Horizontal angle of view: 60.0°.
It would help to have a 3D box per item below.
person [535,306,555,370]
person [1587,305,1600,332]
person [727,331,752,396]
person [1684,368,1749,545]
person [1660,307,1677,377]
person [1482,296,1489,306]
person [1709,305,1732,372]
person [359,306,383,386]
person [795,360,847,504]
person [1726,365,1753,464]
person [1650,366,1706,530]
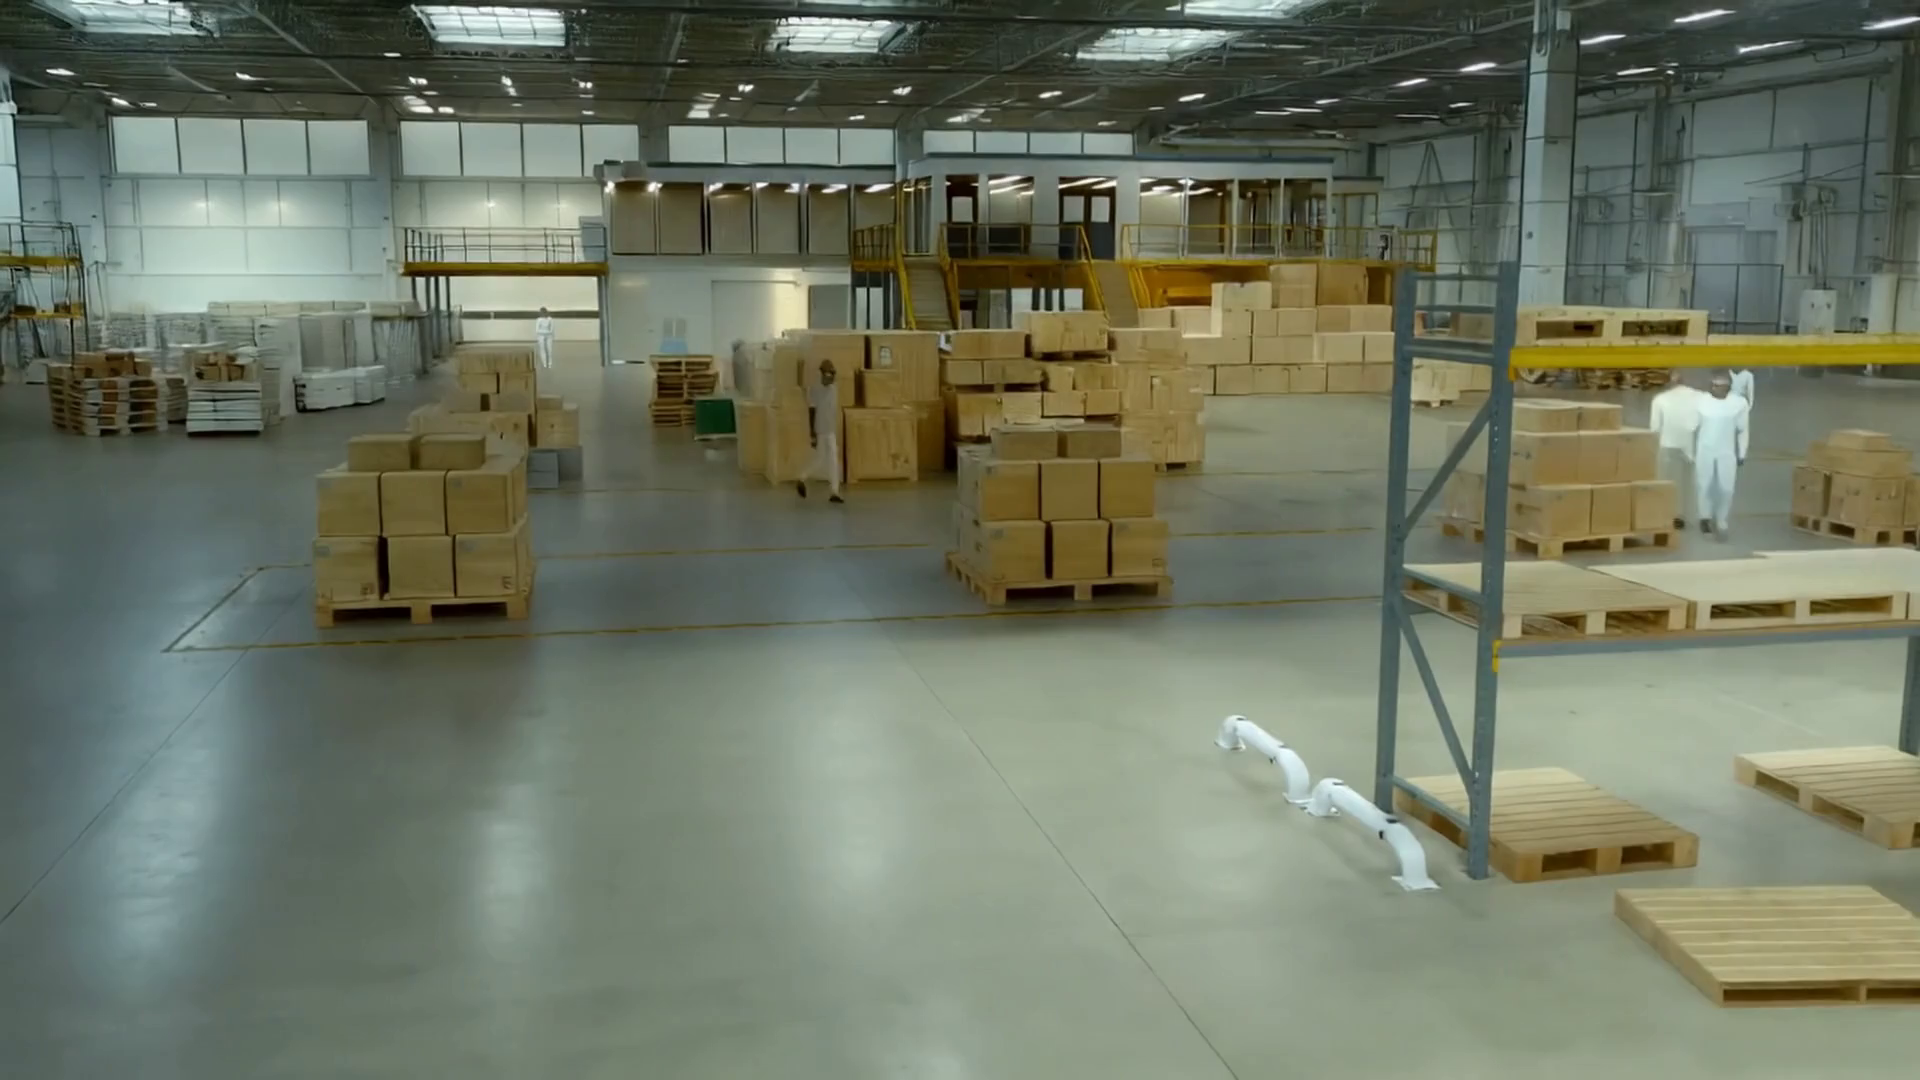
[{"bbox_3d":[-12.146,-5.910,48.679,0.574,1.883,0.355,0,9,2],"label":"person"},{"bbox_3d":[18.045,-5.676,47.115,0.546,1.931,0.391,1,9,4],"label":"person"},{"bbox_3d":[-3.674,-2.475,27.550,0.973,1.940,0.631,4,10,24],"label":"person"},{"bbox_3d":[8.177,-0.895,18.011,0.648,1.911,0.737,3,10,19],"label":"person"},{"bbox_3d":[19.373,-5.441,45.740,0.778,1.901,0.613,9,13,42],"label":"person"},{"bbox_3d":[18.314,-7.517,58.129,0.612,1.997,0.376,0,9,1],"label":"person"},{"bbox_3d":[21.602,-5.703,47.222,0.615,1.945,0.404,8,12,39],"label":"person"},{"bbox_3d":[-14.867,-4.895,42.033,0.607,2.034,0.396,4,10,24],"label":"person"},{"bbox_3d":[-1.787,-1.394,21.296,0.788,1.847,0.514,8,12,41],"label":"person"},{"bbox_3d":[11.759,-1.994,25.274,0.492,1.729,0.423,4,10,25],"label":"person"},{"bbox_3d":[8.148,-1.022,18.869,0.632,1.904,0.511,6,11,32],"label":"person"}]
